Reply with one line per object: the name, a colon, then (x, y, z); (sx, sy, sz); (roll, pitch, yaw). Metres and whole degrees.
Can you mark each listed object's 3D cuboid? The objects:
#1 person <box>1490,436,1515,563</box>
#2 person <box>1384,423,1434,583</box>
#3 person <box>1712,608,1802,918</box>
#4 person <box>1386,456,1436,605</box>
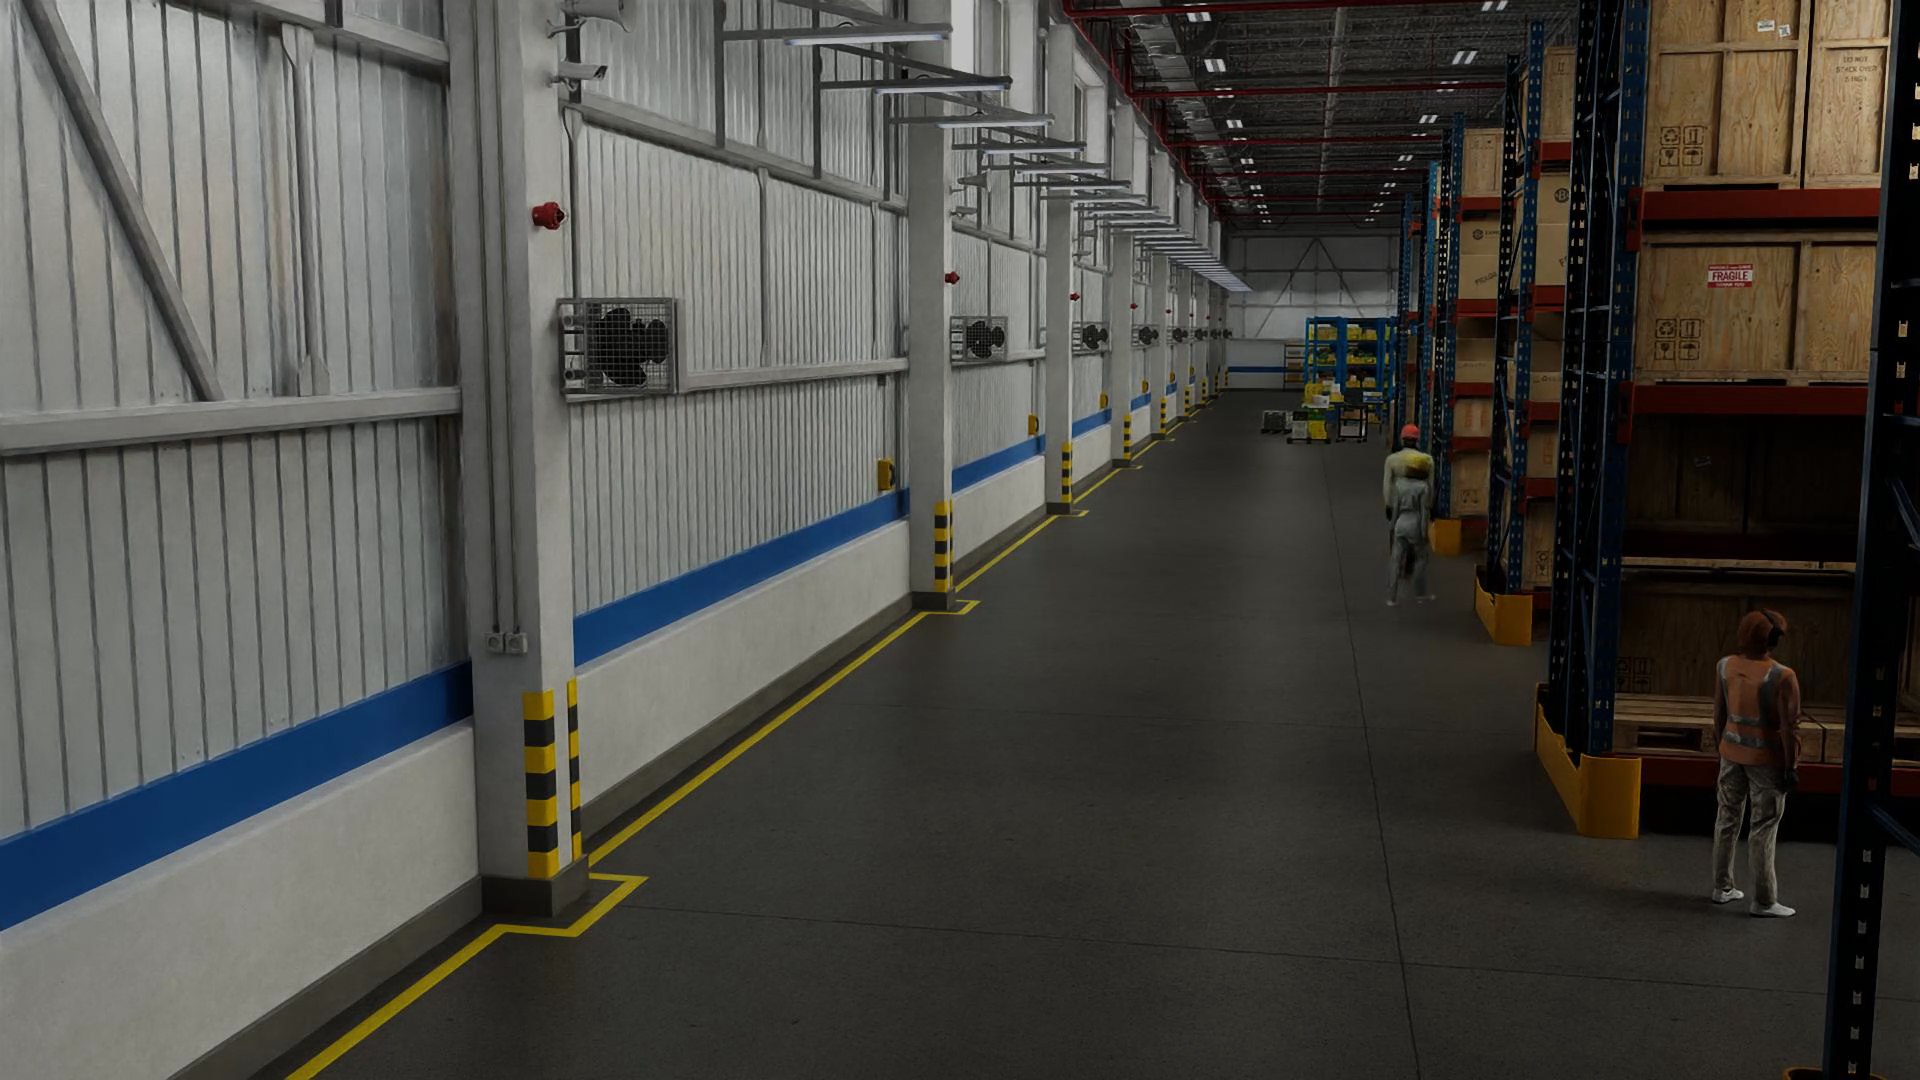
person: (7.273, -0.560, 22.094); (0.449, 1.820, 0.649); (2, 7, 14)
person: (5.556, -0.453, 20.601); (0.621, 1.979, 0.431); (1, 7, 10)
person: (4.233, 1.179, 8.860); (0.308, 1.645, 0.514); (-3, 8, -25)
person: (5.149, -0.110, 18.909); (0.805, 1.692, 0.618); (-5, 9, -35)
